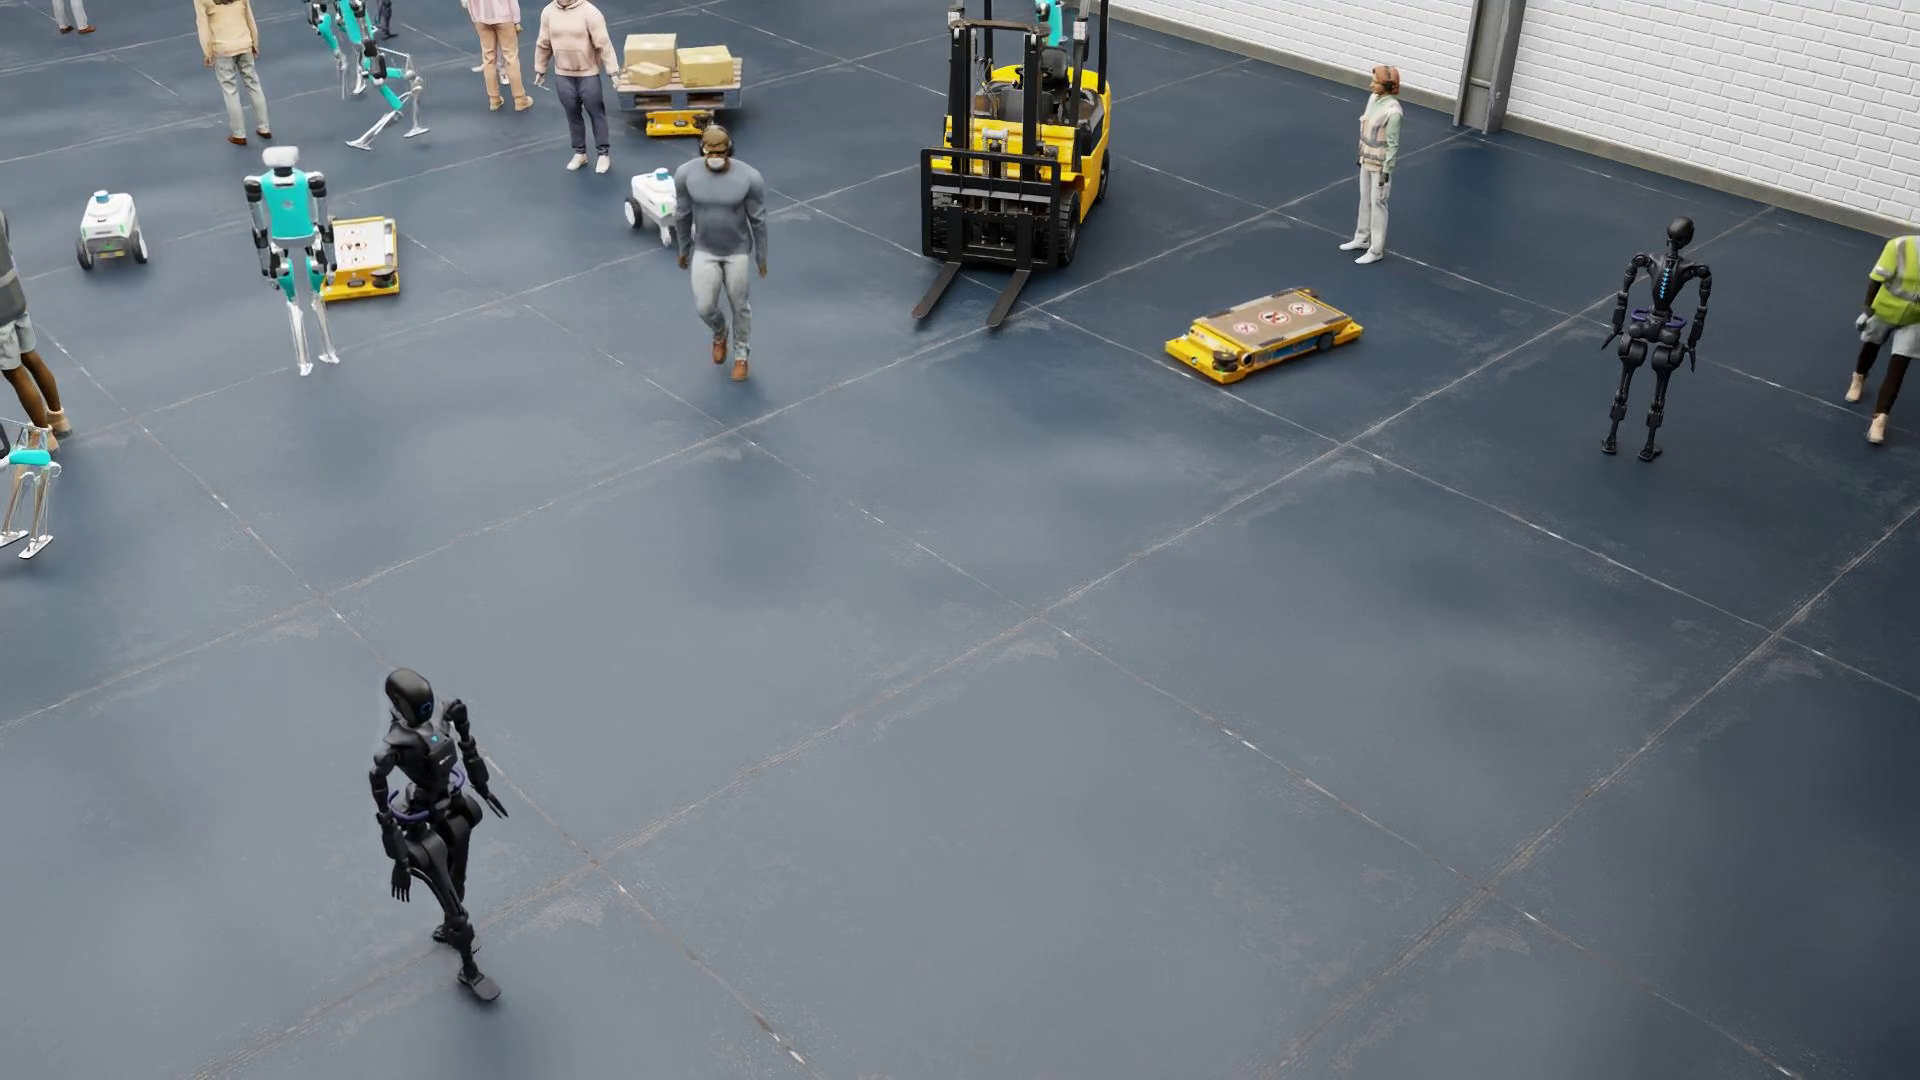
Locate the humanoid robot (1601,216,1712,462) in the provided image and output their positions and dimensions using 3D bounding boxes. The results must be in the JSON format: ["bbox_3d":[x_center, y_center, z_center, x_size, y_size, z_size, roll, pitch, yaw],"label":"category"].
[{"bbox_3d":[4.541,-1.327,10.908,0.599,1.657,0.315,17,37,25],"label":"humanoid robot"}]

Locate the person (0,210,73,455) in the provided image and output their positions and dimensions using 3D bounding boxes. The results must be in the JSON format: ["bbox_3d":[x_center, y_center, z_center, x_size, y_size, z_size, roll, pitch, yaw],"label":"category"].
[{"bbox_3d":[-6.307,-1.497,10.851,0.388,2.040,0.613,-2,33,-3],"label":"person"}]

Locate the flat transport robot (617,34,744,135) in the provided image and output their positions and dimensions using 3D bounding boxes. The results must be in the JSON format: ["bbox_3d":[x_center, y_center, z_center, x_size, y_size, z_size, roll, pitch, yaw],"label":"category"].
[{"bbox_3d":[-2.824,-4.459,17.027,0.659,0.231,1.431,-2,33,-4],"label":"flat transport robot"}]

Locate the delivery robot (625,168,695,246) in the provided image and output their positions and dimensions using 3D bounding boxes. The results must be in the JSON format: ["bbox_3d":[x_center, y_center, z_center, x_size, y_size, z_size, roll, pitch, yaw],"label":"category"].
[{"bbox_3d":[-2.557,-2.924,14.388,0.499,0.576,0.768,-19,37,-26],"label":"delivery robot"}]

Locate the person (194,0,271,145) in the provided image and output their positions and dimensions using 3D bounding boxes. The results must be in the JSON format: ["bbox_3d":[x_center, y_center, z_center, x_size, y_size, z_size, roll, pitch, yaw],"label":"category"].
[{"bbox_3d":[-7.010,-4.753,16.022,0.398,1.868,0.563,26,41,34],"label":"person"}]

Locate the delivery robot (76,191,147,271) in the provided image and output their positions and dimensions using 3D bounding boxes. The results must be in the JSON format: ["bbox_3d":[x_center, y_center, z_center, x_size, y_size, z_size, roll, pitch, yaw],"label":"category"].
[{"bbox_3d":[-7.120,-2.617,13.936,0.499,0.598,0.798,-10,34,-15],"label":"delivery robot"}]

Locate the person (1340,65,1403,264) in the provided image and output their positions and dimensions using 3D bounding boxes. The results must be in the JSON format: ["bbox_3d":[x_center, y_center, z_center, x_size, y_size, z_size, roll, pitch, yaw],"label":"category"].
[{"bbox_3d":[3.413,-3.079,13.645,0.312,1.639,0.515,-6,34,-9],"label":"person"}]

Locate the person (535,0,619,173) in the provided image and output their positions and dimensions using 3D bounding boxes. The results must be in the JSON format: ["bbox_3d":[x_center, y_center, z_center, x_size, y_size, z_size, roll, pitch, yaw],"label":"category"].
[{"bbox_3d":[-3.533,-4.344,15.397,0.804,1.857,0.436,5,33,8],"label":"person"}]

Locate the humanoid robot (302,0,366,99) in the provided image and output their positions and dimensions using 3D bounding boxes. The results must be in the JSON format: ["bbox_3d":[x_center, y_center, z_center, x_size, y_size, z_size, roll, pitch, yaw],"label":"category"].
[{"bbox_3d":[-6.412,-5.377,17.187,0.562,1.885,0.755,6,34,9],"label":"humanoid robot"}]

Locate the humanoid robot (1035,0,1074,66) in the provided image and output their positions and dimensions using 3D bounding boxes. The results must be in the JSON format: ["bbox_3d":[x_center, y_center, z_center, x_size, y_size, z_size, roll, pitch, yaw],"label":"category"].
[{"bbox_3d":[0.988,-4.308,15.444,0.913,1.767,0.552,9,34,14],"label":"humanoid robot"}]

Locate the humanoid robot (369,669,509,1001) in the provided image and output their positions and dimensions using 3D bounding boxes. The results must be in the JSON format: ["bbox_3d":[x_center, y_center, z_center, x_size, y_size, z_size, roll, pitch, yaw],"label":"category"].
[{"bbox_3d":[-2.164,1.206,7.047,0.625,1.636,0.612,17,37,24],"label":"humanoid robot"}]

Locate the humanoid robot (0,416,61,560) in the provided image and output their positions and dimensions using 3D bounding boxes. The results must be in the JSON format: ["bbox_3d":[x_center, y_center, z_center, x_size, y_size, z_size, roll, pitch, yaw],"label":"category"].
[{"bbox_3d":[-5.679,-0.698,9.777,0.533,1.677,0.735,13,35,19],"label":"humanoid robot"}]

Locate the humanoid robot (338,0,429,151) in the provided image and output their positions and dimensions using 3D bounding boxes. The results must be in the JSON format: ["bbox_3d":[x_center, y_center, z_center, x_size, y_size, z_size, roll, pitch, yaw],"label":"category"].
[{"bbox_3d":[-5.459,-4.547,15.851,1.066,1.742,0.548,-20,38,-28],"label":"humanoid robot"}]

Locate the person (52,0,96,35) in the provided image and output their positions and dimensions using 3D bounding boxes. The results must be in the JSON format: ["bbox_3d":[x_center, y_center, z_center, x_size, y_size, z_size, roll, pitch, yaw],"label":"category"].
[{"bbox_3d":[-10.370,-6.649,19.130,0.474,1.641,0.333,2,33,3],"label":"person"}]

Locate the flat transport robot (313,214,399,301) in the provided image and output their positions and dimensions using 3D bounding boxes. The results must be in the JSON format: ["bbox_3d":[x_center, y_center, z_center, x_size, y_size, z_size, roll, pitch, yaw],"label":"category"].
[{"bbox_3d":[-5.023,-2.367,13.812,0.659,0.231,1.431,-9,34,-14],"label":"flat transport robot"}]

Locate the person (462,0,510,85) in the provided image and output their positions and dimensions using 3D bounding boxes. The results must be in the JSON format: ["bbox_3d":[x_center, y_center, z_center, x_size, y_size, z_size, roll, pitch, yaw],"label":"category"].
[{"bbox_3d":[-5.080,-5.764,17.711,0.671,1.717,0.473,7,34,10],"label":"person"}]

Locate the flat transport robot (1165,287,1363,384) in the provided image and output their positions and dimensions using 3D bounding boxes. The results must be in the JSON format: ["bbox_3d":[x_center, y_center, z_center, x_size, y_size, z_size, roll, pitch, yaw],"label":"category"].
[{"bbox_3d":[2.309,-1.559,12.570,1.431,0.231,0.659,-21,38,-28],"label":"flat transport robot"}]

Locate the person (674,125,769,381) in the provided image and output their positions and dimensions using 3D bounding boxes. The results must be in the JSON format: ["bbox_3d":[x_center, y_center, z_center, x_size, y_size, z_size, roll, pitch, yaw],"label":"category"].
[{"bbox_3d":[-1.673,-2.011,11.745,0.671,1.923,0.461,0,33,0],"label":"person"}]

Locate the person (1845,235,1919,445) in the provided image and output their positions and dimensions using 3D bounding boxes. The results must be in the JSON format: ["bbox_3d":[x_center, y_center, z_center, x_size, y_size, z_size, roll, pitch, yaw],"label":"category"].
[{"bbox_3d":[6.385,-1.537,11.270,0.537,1.641,0.921,15,36,21],"label":"person"}]

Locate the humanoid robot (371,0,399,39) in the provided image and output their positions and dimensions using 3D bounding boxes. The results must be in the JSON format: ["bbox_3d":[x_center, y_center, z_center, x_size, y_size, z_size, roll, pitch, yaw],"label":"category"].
[{"bbox_3d":[-6.678,-6.604,19.028,0.610,1.644,0.375,17,37,24],"label":"humanoid robot"}]

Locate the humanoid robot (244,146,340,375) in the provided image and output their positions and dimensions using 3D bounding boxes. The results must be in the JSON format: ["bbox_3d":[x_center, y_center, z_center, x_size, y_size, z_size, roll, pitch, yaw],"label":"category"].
[{"bbox_3d":[-4.746,-2.051,11.968,0.552,1.754,0.753,-11,35,-16],"label":"humanoid robot"}]

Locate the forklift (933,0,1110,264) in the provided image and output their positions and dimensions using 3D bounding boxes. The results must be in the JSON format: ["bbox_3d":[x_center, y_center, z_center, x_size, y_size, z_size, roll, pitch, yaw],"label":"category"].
[{"bbox_3d":[0.570,-3.725,14.138,1.214,2.155,2.313,9,34,13],"label":"forklift"}]

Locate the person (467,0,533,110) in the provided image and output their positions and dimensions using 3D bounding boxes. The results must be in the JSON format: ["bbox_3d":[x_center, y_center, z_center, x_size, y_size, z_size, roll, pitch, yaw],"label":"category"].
[{"bbox_3d":[-4.703,-5.238,16.834,0.523,1.783,0.401,3,33,5],"label":"person"}]
